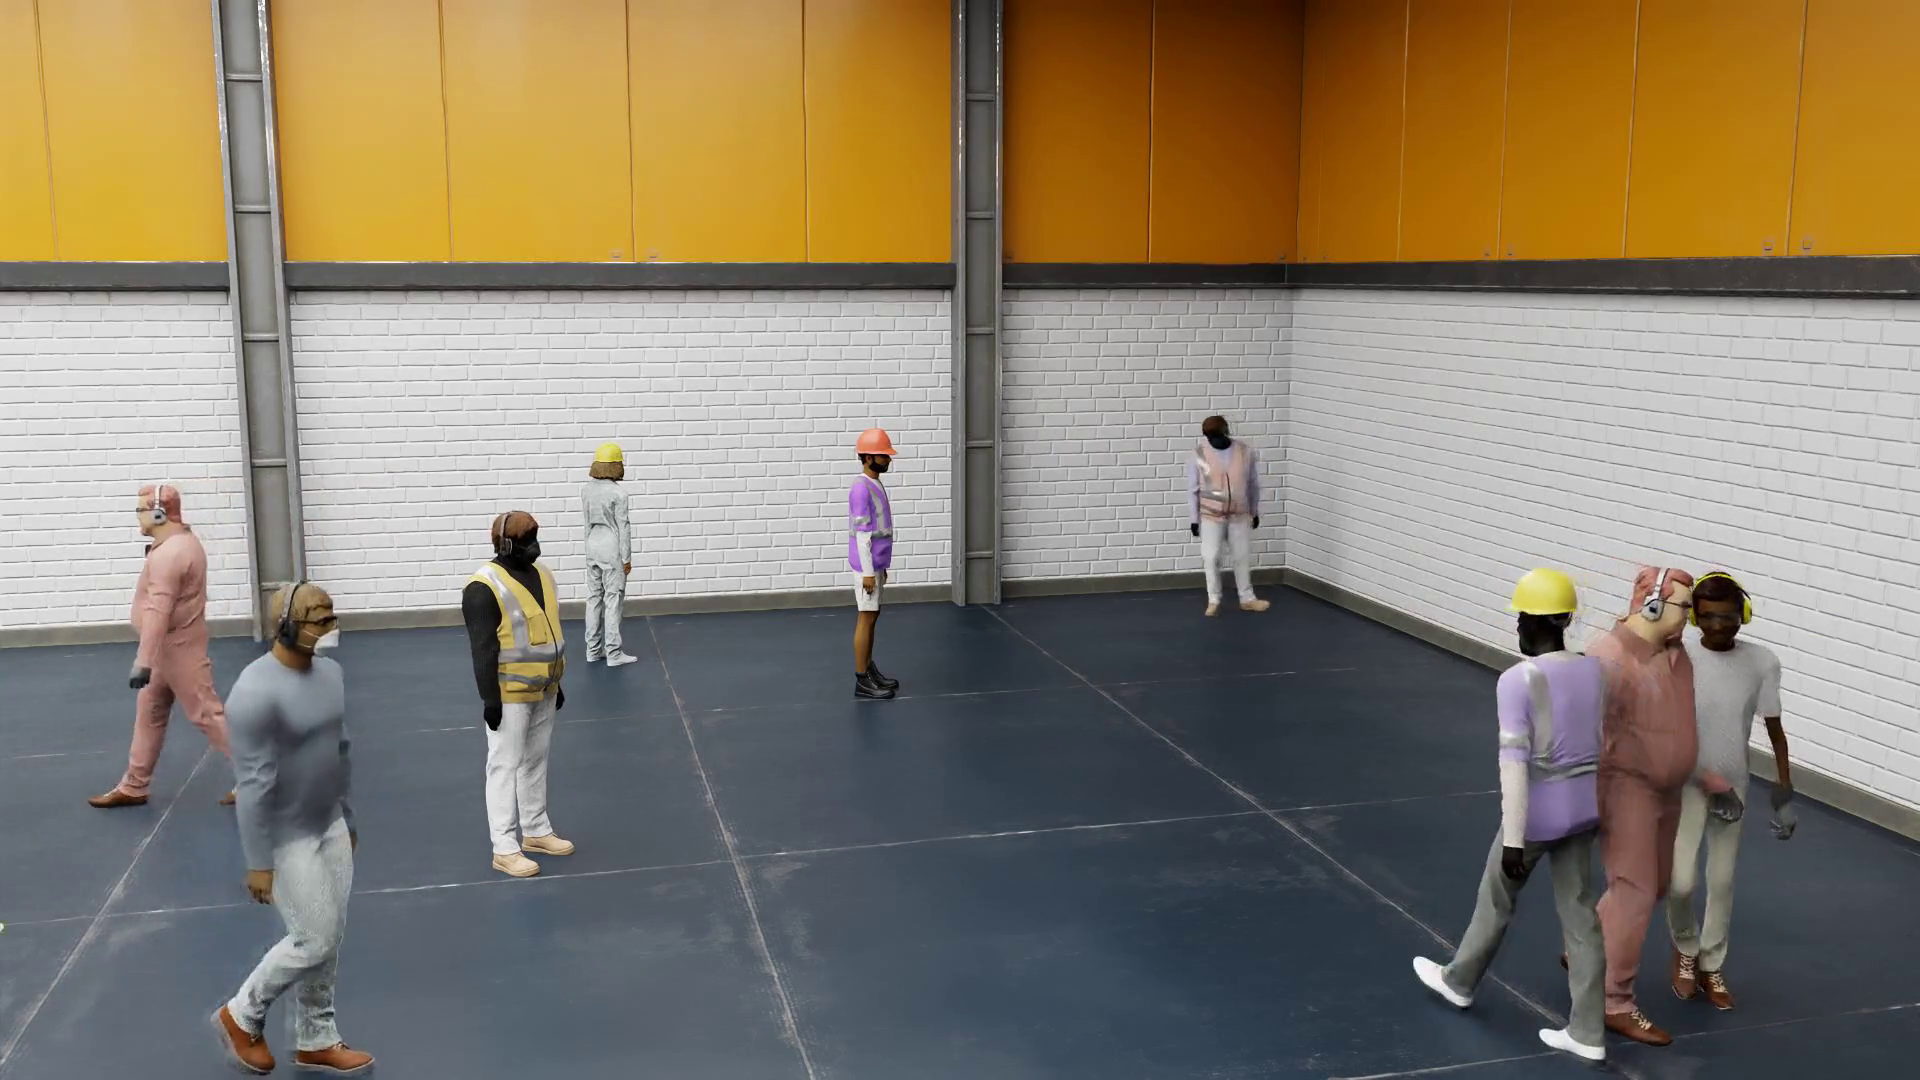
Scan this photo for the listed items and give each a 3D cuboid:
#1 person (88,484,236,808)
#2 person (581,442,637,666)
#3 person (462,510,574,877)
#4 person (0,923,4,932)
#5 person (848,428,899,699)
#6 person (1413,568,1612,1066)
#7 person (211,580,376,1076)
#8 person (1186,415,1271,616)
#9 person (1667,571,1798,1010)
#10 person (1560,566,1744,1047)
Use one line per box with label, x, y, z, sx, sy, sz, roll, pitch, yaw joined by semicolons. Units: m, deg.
person;-4.423;0.611;9.409;0.980;1.865;0.647;-4;10;-21
person;-2.729;0.106;12.941;0.480;1.733;0.333;6;11;33
person;-2.231;0.764;8.492;0.429;1.846;0.627;3;10;20
person;-2.253;1.581;3.739;0.909;1.724;0.522;-3;10;-18
person;-0.615;0.163;11.949;0.361;1.938;0.545;1;9;6
person;2.235;1.043;6.581;0.621;1.883;0.943;-5;10;-27
person;-2.475;1.094;6.180;0.495;1.920;0.648;1;9;8
person;2.389;-0.209;14.720;0.783;1.800;0.434;-1;9;-7
person;3.079;1.032;6.820;0.666;1.841;0.469;2;9;12
person;2.738;1.031;6.757;0.658;1.887;0.641;-8;12;-41
